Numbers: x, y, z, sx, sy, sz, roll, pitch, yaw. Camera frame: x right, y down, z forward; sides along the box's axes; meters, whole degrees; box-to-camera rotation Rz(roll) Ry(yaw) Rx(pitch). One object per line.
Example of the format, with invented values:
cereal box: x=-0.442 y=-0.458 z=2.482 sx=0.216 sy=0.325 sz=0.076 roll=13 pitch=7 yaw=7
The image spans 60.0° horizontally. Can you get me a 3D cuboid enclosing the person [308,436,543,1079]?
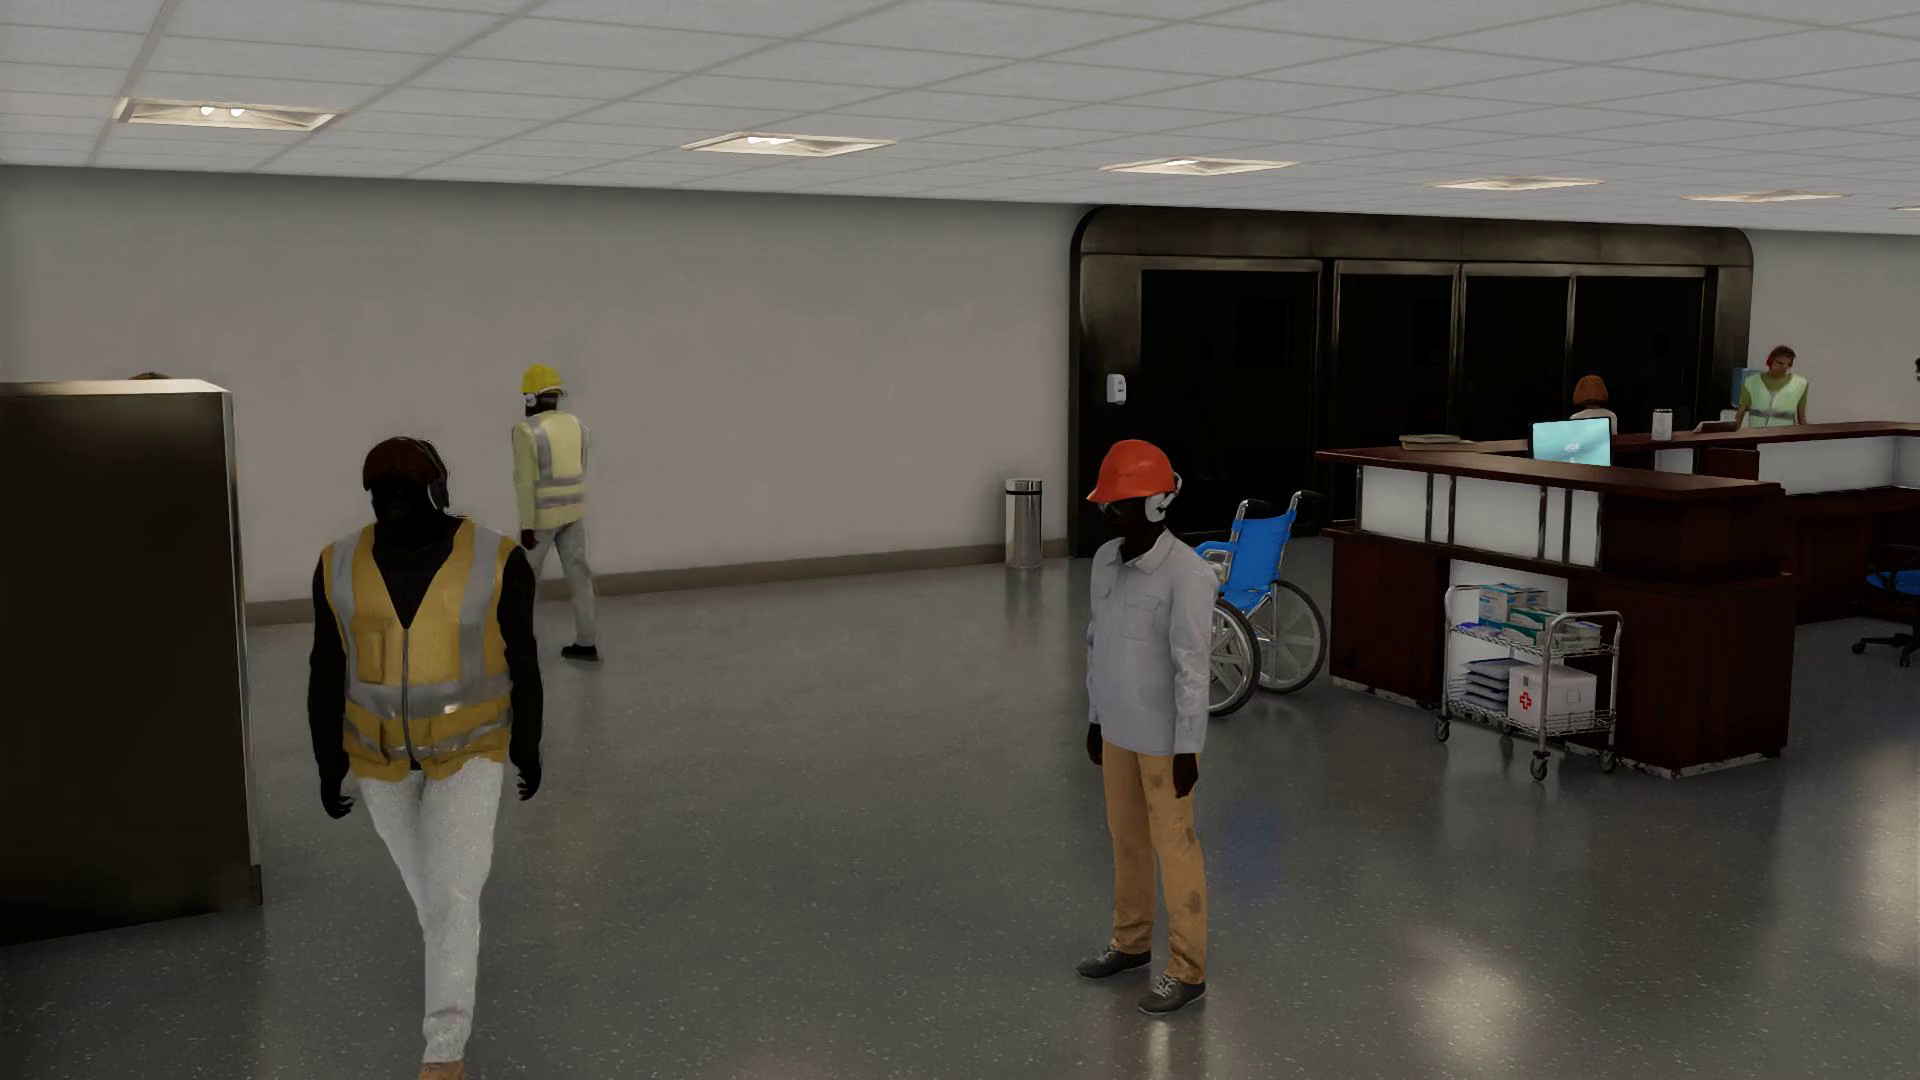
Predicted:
person: x=-1.517 y=0.593 z=4.728 sx=0.627 sy=1.787 sz=0.993 roll=0 pitch=8 yaw=-2

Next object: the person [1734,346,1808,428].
person: x=7.598 y=-0.923 z=15.668 sx=0.637 sy=1.780 sz=0.927 roll=5 pitch=9 yaw=32

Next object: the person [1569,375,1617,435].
person: x=4.845 y=-0.452 z=12.819 sx=0.507 sy=1.631 sz=0.266 roll=-5 pitch=9 yaw=-30

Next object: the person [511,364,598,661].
person: x=-2.559 y=-0.166 z=10.163 sx=0.871 sy=1.790 sz=0.617 roll=5 pitch=9 yaw=34

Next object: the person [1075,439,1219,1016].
person: x=0.547 y=0.560 z=5.100 sx=0.361 sy=1.742 sz=0.563 roll=-5 pitch=9 yaw=-30
